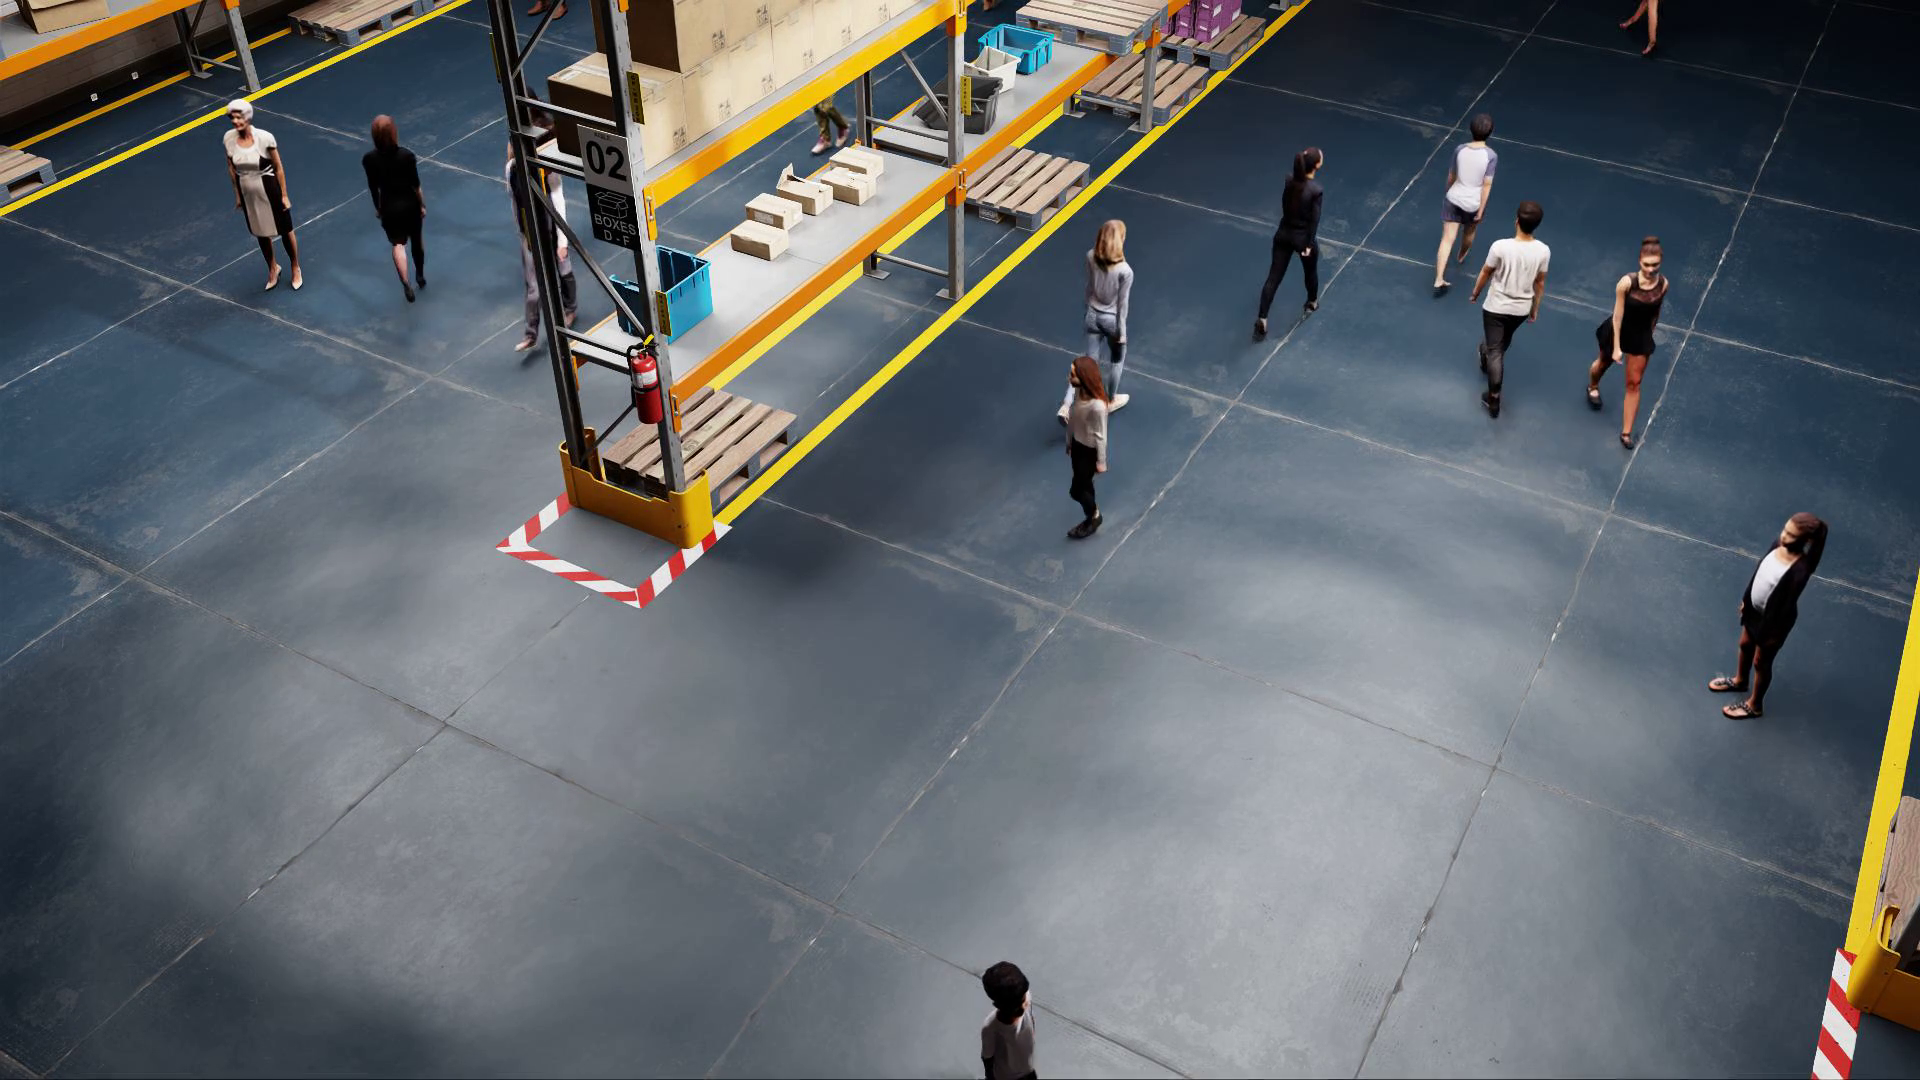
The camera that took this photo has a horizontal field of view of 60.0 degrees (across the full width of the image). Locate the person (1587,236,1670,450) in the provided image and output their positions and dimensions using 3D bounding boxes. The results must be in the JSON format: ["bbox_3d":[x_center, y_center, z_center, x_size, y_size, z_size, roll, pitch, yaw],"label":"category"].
[{"bbox_3d":[5.139,-1.613,12.911,0.906,1.626,1.203,0,39,1],"label":"person"}]

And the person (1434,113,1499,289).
[{"bbox_3d":[4.443,-2.929,14.662,0.590,1.496,1.093,20,43,23],"label":"person"}]

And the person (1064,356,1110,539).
[{"bbox_3d":[0.965,-0.663,11.844,0.677,1.473,0.650,-19,42,-22],"label":"person"}]

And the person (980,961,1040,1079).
[{"bbox_3d":[0.201,2.454,8.117,0.545,1.253,0.636,-28,46,-31],"label":"person"}]

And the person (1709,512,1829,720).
[{"bbox_3d":[5.074,0.448,10.389,0.682,1.553,0.606,-2,39,-3],"label":"person"}]

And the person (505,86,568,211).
[{"bbox_3d":[-3.791,-3.297,14.963,0.758,1.697,0.933,11,40,14],"label":"person"}]

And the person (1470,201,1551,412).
[{"bbox_3d":[4.327,-1.811,13.118,0.982,1.678,1.183,0,39,1],"label":"person"}]

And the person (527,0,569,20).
[{"bbox_3d":[-4.958,-7.155,19.627,0.708,1.905,0.640,15,41,18],"label":"person"}]

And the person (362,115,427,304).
[{"bbox_3d":[-4.828,-2.811,14.365,0.962,1.684,1.024,-9,39,-11],"label":"person"}]

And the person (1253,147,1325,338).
[{"bbox_3d":[2.754,-2.466,13.946,0.740,1.666,1.112,30,48,32],"label":"person"}]

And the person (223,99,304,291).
[{"bbox_3d":[-6.107,-3.023,14.573,0.710,1.756,0.698,1,39,1],"label":"person"}]

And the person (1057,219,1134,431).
[{"bbox_3d":[1.057,-1.632,12.818,0.787,1.771,1.144,31,48,33],"label":"person"}]

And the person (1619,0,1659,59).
[{"bbox_3d":[7.876,-6.300,18.661,1.061,1.774,1.107,-11,40,-13],"label":"person"}]

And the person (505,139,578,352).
[{"bbox_3d":[-3.447,-2.605,13.929,0.917,1.905,1.218,8,39,9],"label":"person"}]
